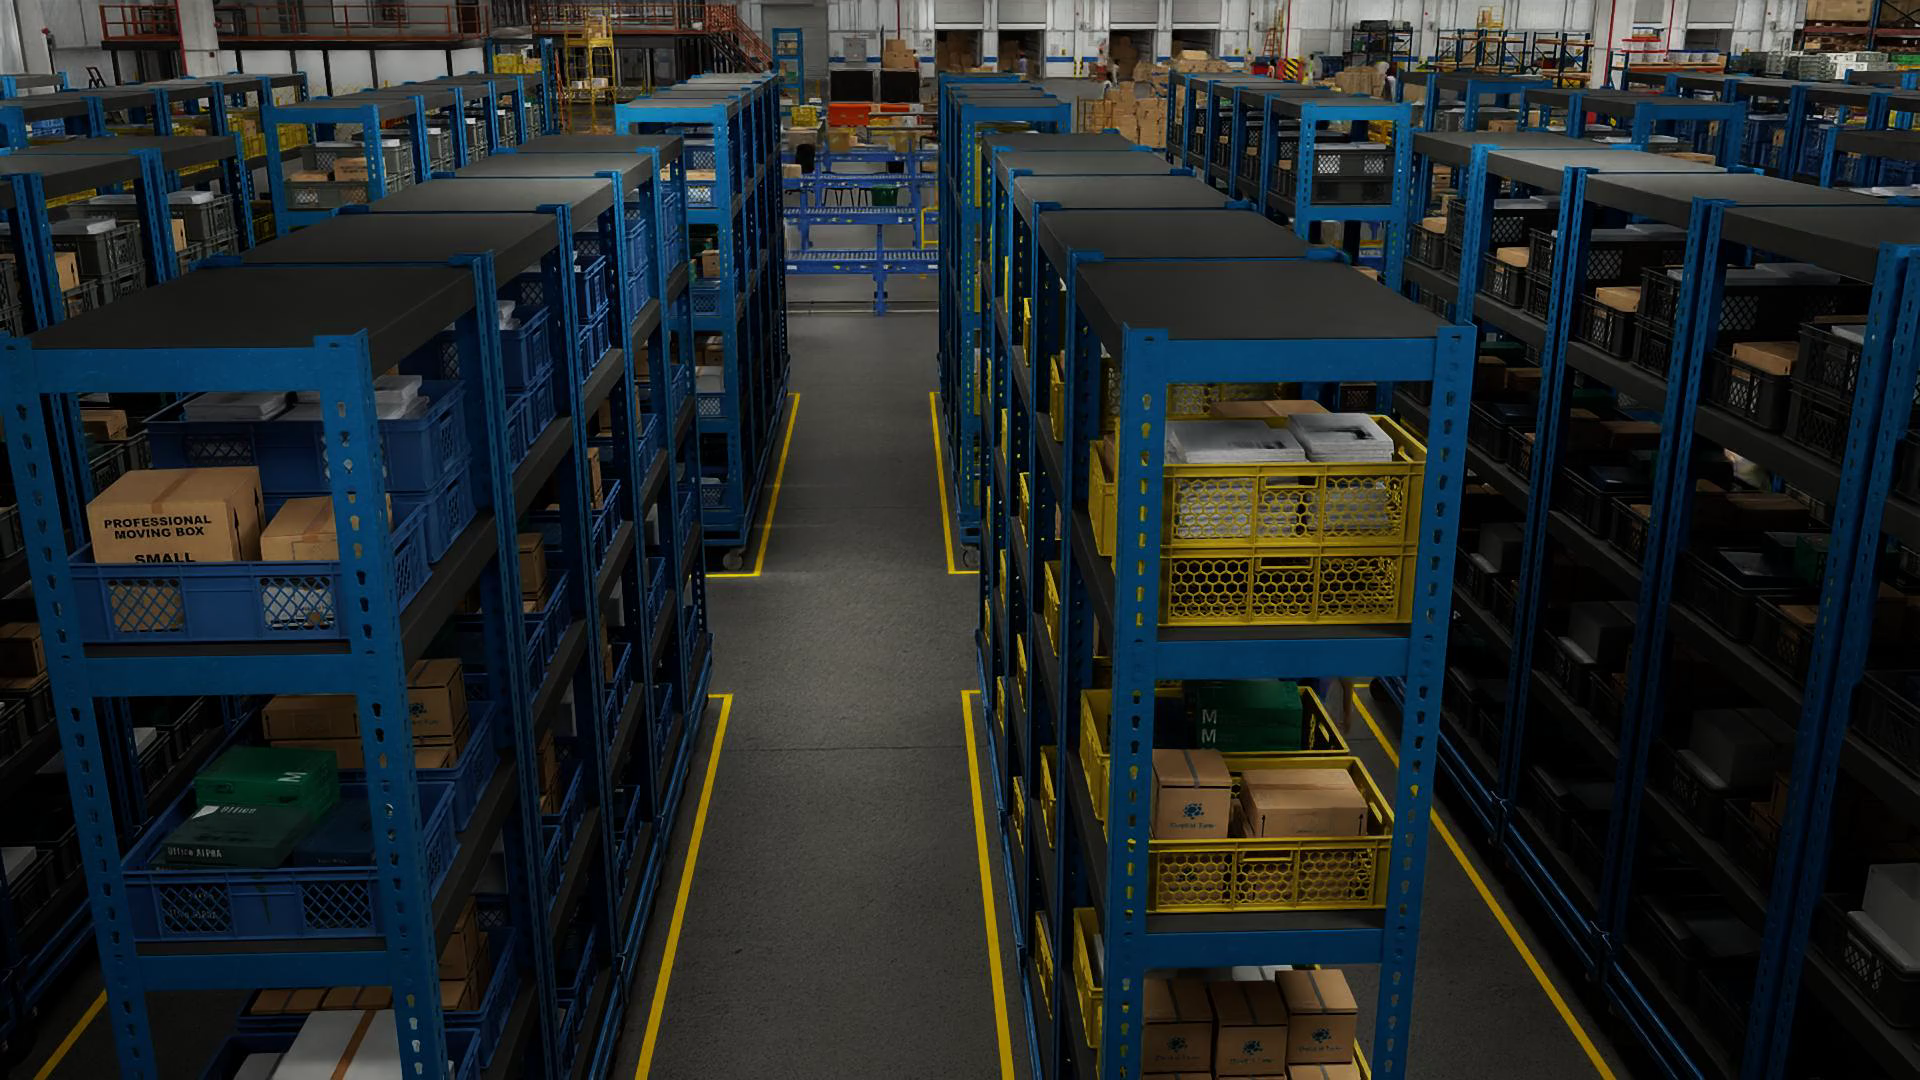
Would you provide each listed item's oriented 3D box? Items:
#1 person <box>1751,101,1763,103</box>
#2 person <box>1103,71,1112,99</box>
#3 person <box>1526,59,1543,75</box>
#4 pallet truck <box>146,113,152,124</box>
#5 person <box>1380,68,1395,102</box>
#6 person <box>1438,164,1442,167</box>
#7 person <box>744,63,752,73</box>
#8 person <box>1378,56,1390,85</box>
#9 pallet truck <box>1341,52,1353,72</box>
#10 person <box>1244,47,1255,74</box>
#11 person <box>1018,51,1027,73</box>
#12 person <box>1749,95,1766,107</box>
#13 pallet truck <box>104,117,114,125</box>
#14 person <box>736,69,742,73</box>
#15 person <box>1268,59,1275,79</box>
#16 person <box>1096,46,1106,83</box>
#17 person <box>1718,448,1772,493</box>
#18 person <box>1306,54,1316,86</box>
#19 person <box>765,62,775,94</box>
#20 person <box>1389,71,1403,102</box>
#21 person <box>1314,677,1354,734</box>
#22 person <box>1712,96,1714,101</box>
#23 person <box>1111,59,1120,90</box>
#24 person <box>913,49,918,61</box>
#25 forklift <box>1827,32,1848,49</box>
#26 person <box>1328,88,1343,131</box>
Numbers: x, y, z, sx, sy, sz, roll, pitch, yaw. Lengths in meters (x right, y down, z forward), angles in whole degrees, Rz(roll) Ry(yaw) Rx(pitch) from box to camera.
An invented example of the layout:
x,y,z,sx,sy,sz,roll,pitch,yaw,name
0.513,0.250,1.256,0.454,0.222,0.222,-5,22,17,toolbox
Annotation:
x,y,z,sx,sy,sz,roll,pitch,yaw,name
28.384,-15.545,59.409,0.805,1.595,0.523,-15,23,-39,person
5.369,-16.240,61.104,0.828,1.897,0.596,1,18,3,person
24.064,-19.138,69.830,0.689,2.000,0.539,5,19,15,person
-18.087,-8.309,36.390,1.885,1.965,0.823,-1,18,-4,pallet truck
16.466,-17.256,64.263,0.952,1.872,0.613,13,22,35,person
12.861,-10.579,44.044,0.536,1.594,0.569,-14,23,-37,person
-10.770,-23.668,84.325,0.487,1.744,0.312,16,24,40,person
19.913,-21.789,78.297,1.032,1.898,0.646,-9,20,-26,person
18.794,-23.123,82.231,0.823,1.965,1.885,-13,22,-35,pallet truck
16.413,-26.978,94.318,0.605,1.897,0.455,4,18,11,person
3.212,-24.050,85.216,0.558,1.926,0.630,-13,22,-35,person
28.249,-15.562,59.043,0.631,1.866,0.614,-3,18,-10,person
-18.367,-7.885,35.078,1.885,1.965,0.823,1,18,2,pallet truck
-8.635,-17.736,65.863,0.866,1.818,0.518,-13,22,-35,person
15.030,-22.354,80.343,0.320,1.698,0.537,7,19,21,person
7.843,-26.419,92.463,0.631,1.982,0.492,14,23,37,person
5.224,-0.035,11.103,0.766,1.796,0.618,0,18,-1,person
17.874,-23.709,84.351,0.828,1.809,0.636,11,21,30,person
-7.812,-18.806,68.969,0.666,1.942,0.375,1,18,2,person
16.393,-16.698,62.589,0.528,1.851,0.698,13,22,35,person
1.702,0.816,8.414,0.605,1.827,0.549,-3,18,-9,person
25.237,-14.577,56.286,0.611,1.678,0.539,2,18,7,person
7.121,-21.040,76.024,0.399,1.851,0.549,-11,21,-30,person
-2.547,-26.519,93.009,0.445,1.831,0.650,7,19,20,person
46.026,-25.320,87.616,1.129,2.768,1.873,-1,18,-2,forklift
11.605,-13.067,51.455,0.588,1.799,0.918,0,18,0,person
